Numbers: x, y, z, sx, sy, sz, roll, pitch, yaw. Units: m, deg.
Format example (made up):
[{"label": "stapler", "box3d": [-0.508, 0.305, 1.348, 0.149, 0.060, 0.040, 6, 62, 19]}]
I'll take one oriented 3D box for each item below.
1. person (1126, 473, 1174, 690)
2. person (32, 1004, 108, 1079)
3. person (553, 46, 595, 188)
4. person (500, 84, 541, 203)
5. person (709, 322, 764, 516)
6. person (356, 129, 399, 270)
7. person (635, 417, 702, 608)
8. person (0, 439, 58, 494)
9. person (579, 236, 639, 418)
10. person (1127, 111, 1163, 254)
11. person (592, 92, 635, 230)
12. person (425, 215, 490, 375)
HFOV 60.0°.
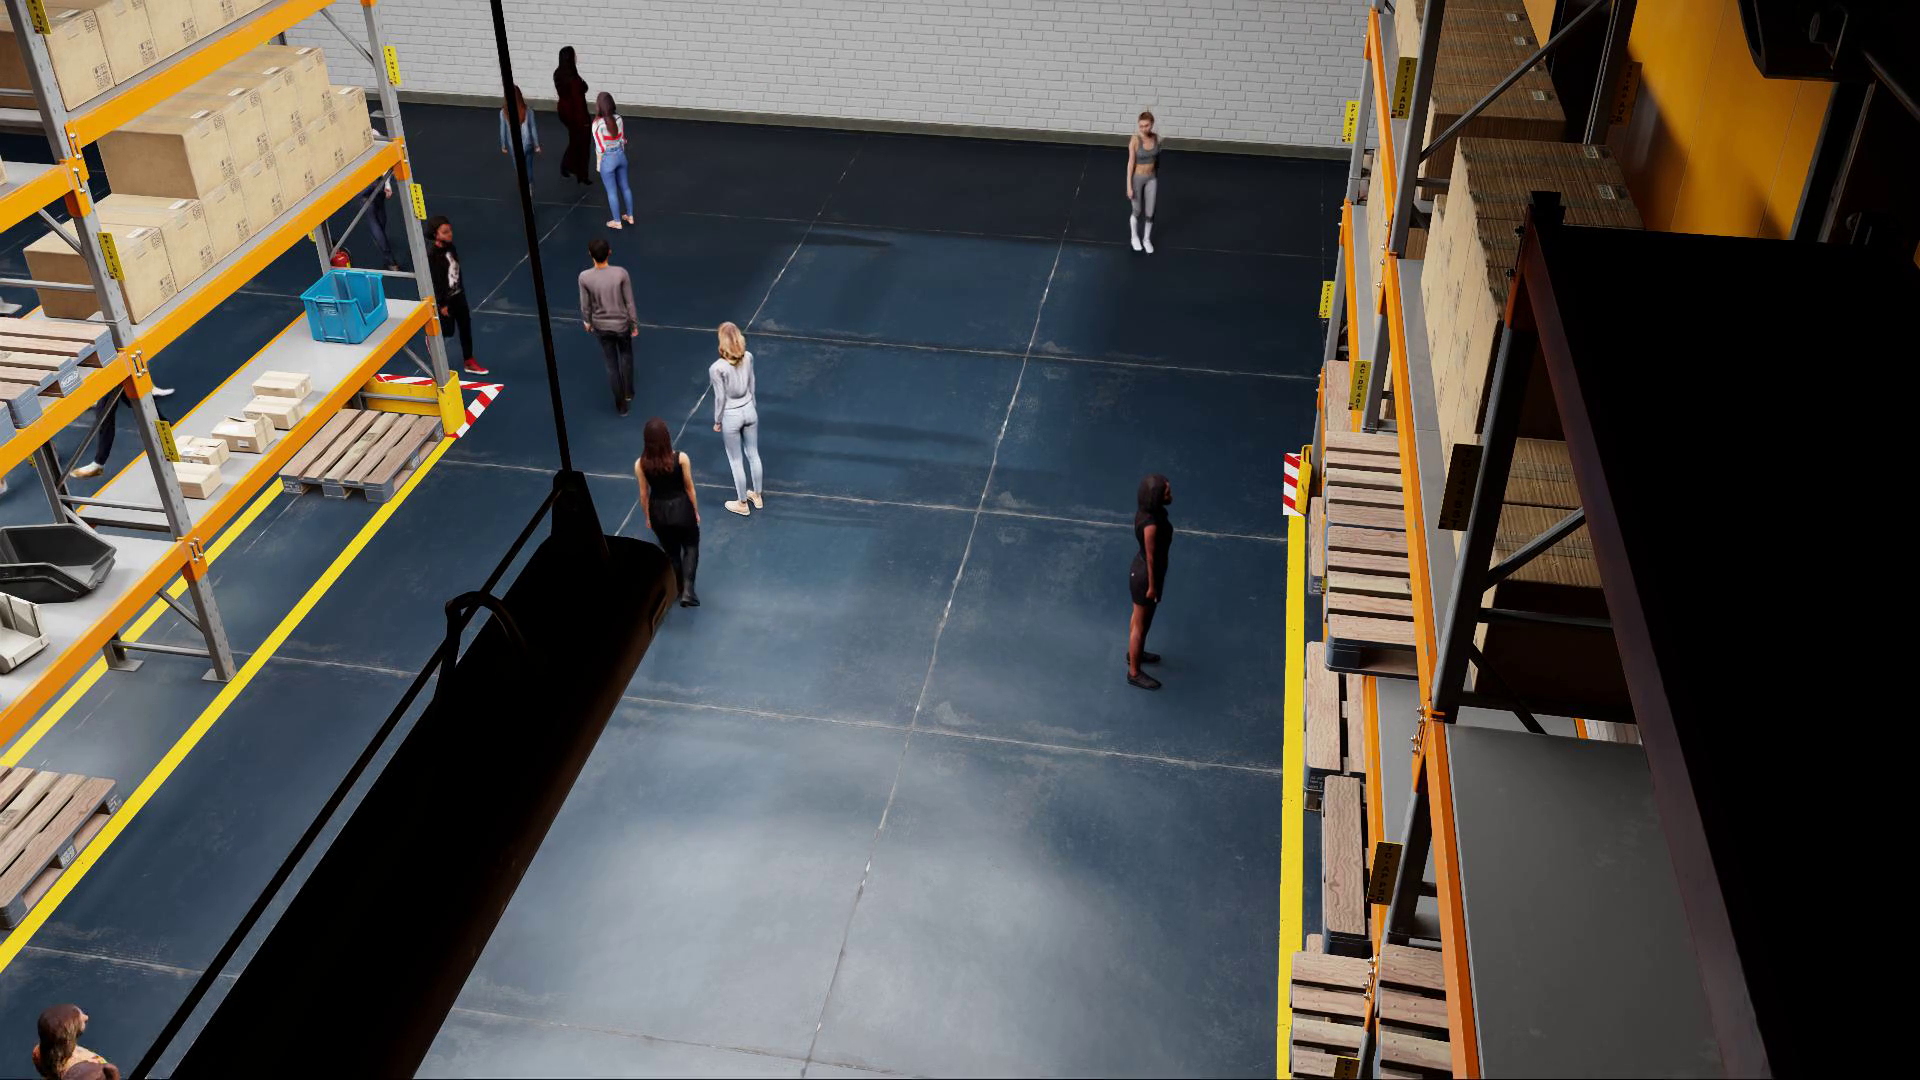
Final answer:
[{"label": "person", "box3d": [1.385, 0.274, 12.195, 0.657, 1.740, 0.449, 4, 34, 6]}, {"label": "person", "box3d": [-4.344, 2.972, 8.272, 0.766, 1.589, 1.133, 15, 36, 21]}, {"label": "person", "box3d": [-4.793, -5.148, 20.346, 0.907, 1.746, 0.851, -25, 41, -33]}, {"label": "person", "box3d": [-5.263, -4.702, 19.935, 0.903, 1.459, 1.065, -13, 36, -18]}, {"label": "person", "box3d": [-1.889, -1.034, 14.112, 0.627, 1.796, 0.720, -28, 43, -35]}, {"label": "person", "box3d": [-6.495, -3.883, 18.371, 1.190, 1.826, 1.211, -23, 40, -31]}, {"label": "person", "box3d": [-2.240, -0.138, 12.875, 0.732, 1.672, 0.841, -2, 34, -2]}, {"label": "person", "box3d": [-8.365, -1.277, 14.605, 0.639, 1.655, 1.117, 7, 34, 10]}, {"label": "person", "box3d": [-3.255, -1.960, 15.539, 0.846, 1.758, 0.790, 4, 34, 7]}, {"label": "person", "box3d": [2.061, -4.045, 18.756, 0.696, 1.668, 0.772, -12, 35, -18]}, {"label": "person", "box3d": [-4.044, -4.433, 19.390, 0.722, 1.614, 0.621, 28, 43, 35]}, {"label": "person", "box3d": [-5.065, -2.380, 16.267, 0.826, 1.653, 0.933, 17, 37, 23]}]
